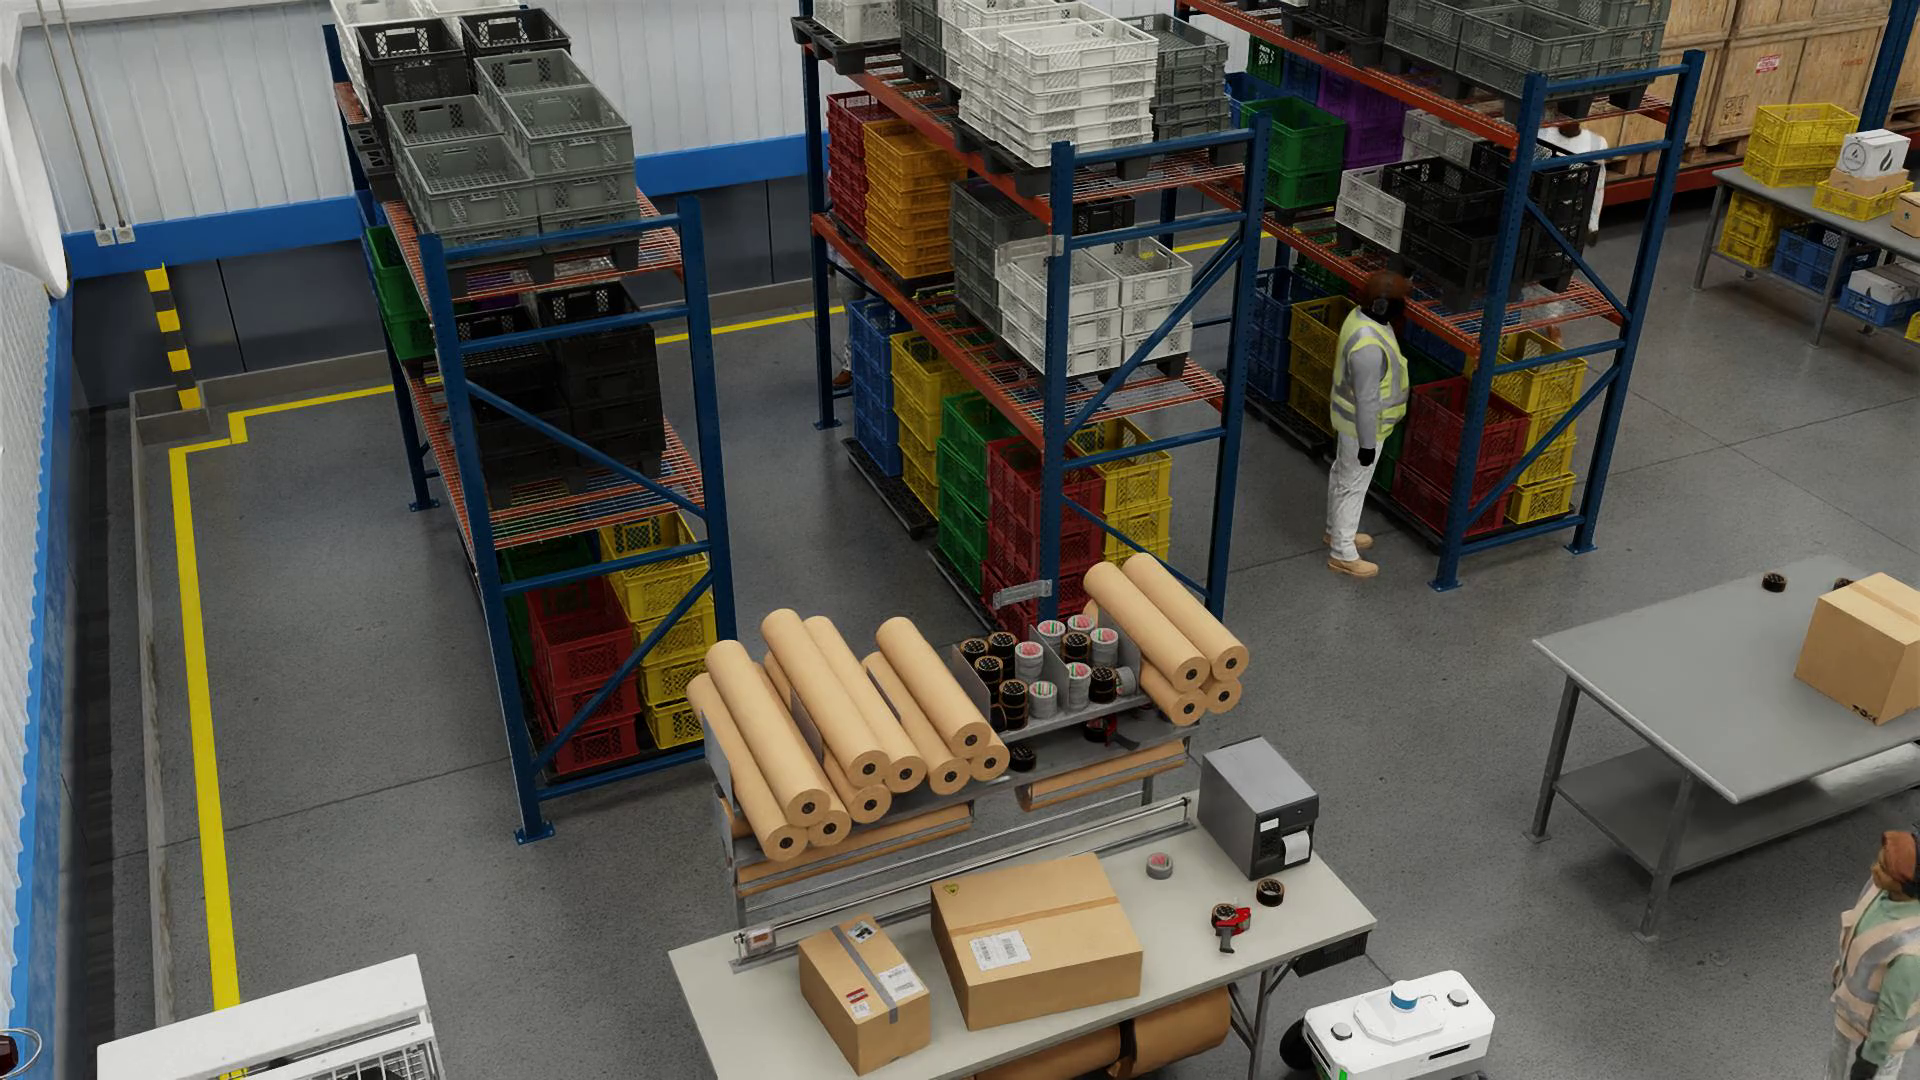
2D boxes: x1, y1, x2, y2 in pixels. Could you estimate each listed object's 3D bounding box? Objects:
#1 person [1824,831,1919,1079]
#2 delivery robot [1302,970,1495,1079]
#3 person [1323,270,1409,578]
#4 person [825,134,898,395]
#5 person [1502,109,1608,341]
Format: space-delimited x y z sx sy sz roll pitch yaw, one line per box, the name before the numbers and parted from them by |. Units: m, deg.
person | 3.223 1.694 5.912 0.323 1.626 0.526 8 33 13
delivery robot | 1.702 1.921 6.470 0.707 0.478 0.477 -10 33 -16
person | 2.331 -0.678 9.557 0.429 1.846 0.627 4 32 7
person | -0.649 -1.928 11.498 0.628 1.939 0.373 14 34 22
person | 4.421 -2.413 12.348 0.626 1.880 0.388 8 33 13
